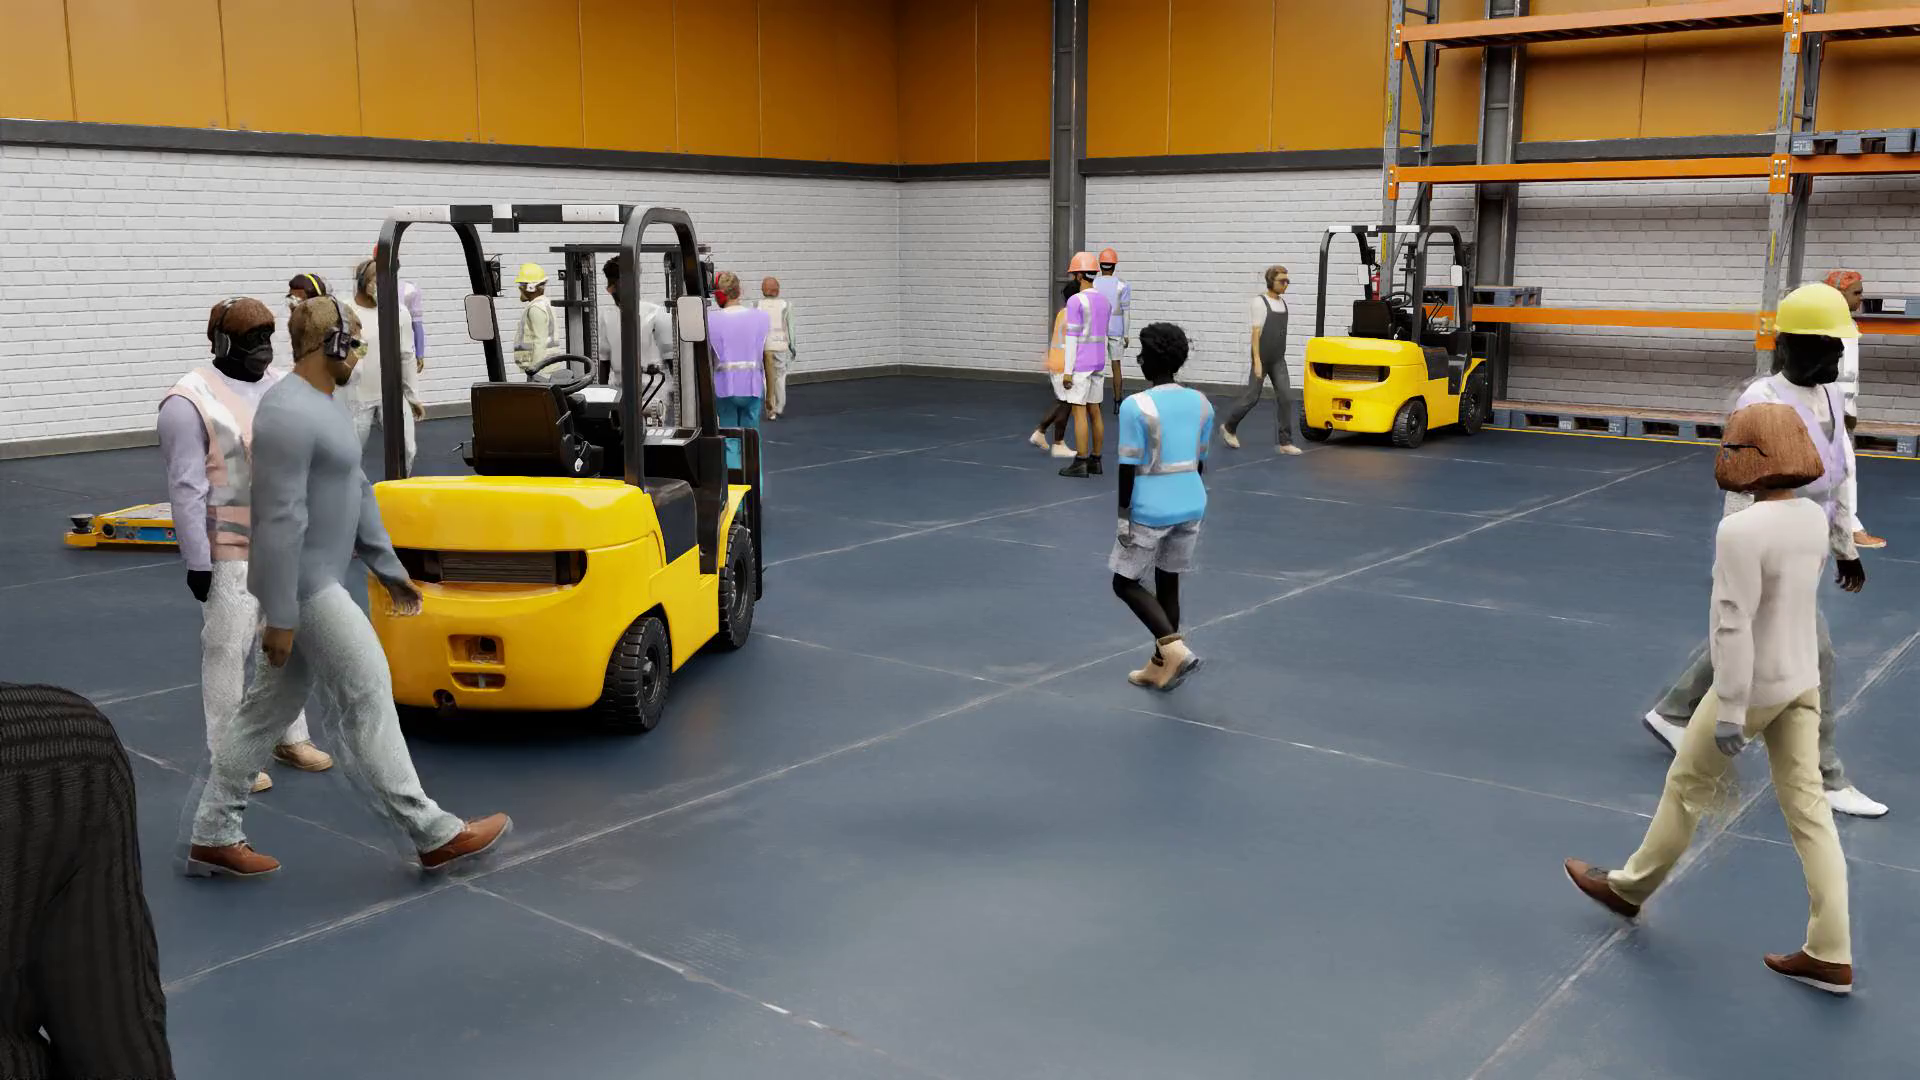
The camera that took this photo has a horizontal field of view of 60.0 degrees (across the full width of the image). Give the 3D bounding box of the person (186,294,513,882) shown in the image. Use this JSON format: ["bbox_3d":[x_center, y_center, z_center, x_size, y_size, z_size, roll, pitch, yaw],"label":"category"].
[{"bbox_3d":[-2.028,0.164,5.294,1.032,1.868,0.651,-3,11,-14],"label":"person"}]

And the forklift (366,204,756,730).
[{"bbox_3d":[-1.766,-0.406,7.525,1.214,2.155,2.313,1,10,7],"label":"forklift"}]

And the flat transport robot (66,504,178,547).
[{"bbox_3d":[-5.126,-0.096,11.135,1.431,0.197,0.652,2,10,9],"label":"flat transport robot"}]

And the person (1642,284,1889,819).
[{"bbox_3d":[2.989,-0.001,6.135,0.594,1.887,0.955,-8,13,-39],"label":"person"}]

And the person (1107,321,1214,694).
[{"bbox_3d":[0.915,-0.118,7.340,0.539,1.681,0.480,-7,12,-34],"label":"person"}]

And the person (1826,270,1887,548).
[{"bbox_3d":[5.821,-0.905,11.284,0.586,1.847,0.966,-9,14,-42],"label":"person"}]

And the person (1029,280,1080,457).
[{"bbox_3d":[0.951,-1.595,15.557,0.479,1.670,0.542,-1,10,-6],"label":"person"}]

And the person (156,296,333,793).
[{"bbox_3d":[-2.632,0.018,6.196,0.432,1.836,0.619,5,11,24],"label":"person"}]

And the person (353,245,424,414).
[{"bbox_3d":[-5.397,-1.790,15.698,0.610,2.019,0.763,-5,11,-26],"label":"person"}]

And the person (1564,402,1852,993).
[{"bbox_3d":[2.182,0.408,4.677,0.528,1.582,0.859,-7,12,-32],"label":"person"}]

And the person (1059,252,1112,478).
[{"bbox_3d":[1.064,-1.506,14.350,0.381,1.933,0.541,8,13,38],"label":"person"}]

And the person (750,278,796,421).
[{"bbox_3d":[-2.158,-2.185,18.998,0.544,1.595,0.830,-2,10,-11],"label":"person"}]

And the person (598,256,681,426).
[{"bbox_3d":[-2.204,-0.990,11.502,0.669,1.921,0.623,5,12,27],"label":"person"}]

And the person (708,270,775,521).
[{"bbox_3d":[-1.627,-1.030,12.017,0.592,1.818,0.455,-5,11,-24],"label":"person"}]

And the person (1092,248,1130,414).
[{"bbox_3d":[1.717,-2.438,19.496,0.548,1.937,0.379,1,10,6],"label":"person"}]

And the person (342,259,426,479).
[{"bbox_3d":[-4.009,-0.946,11.314,0.606,1.900,0.706,10,14,43],"label":"person"}]

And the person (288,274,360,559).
[{"bbox_3d":[-4.070,-0.738,10.391,0.928,1.820,0.508,-9,14,-40],"label":"person"}]

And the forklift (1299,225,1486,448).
[{"bbox_3d":[4.449,-2.115,16.993,1.214,2.155,2.313,8,13,38],"label":"forklift"}]

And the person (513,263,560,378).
[{"bbox_3d":[-3.766,-1.541,14.817,0.404,1.829,0.600,-1,10,-8],"label":"person"}]

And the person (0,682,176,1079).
[{"bbox_3d":[-1.033,0.773,1.538,0.608,1.996,0.381,-9,14,-41],"label":"person"}]

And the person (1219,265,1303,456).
[{"bbox_3d":[2.899,-1.732,15.957,0.524,1.812,0.916,-7,12,-33],"label":"person"}]
